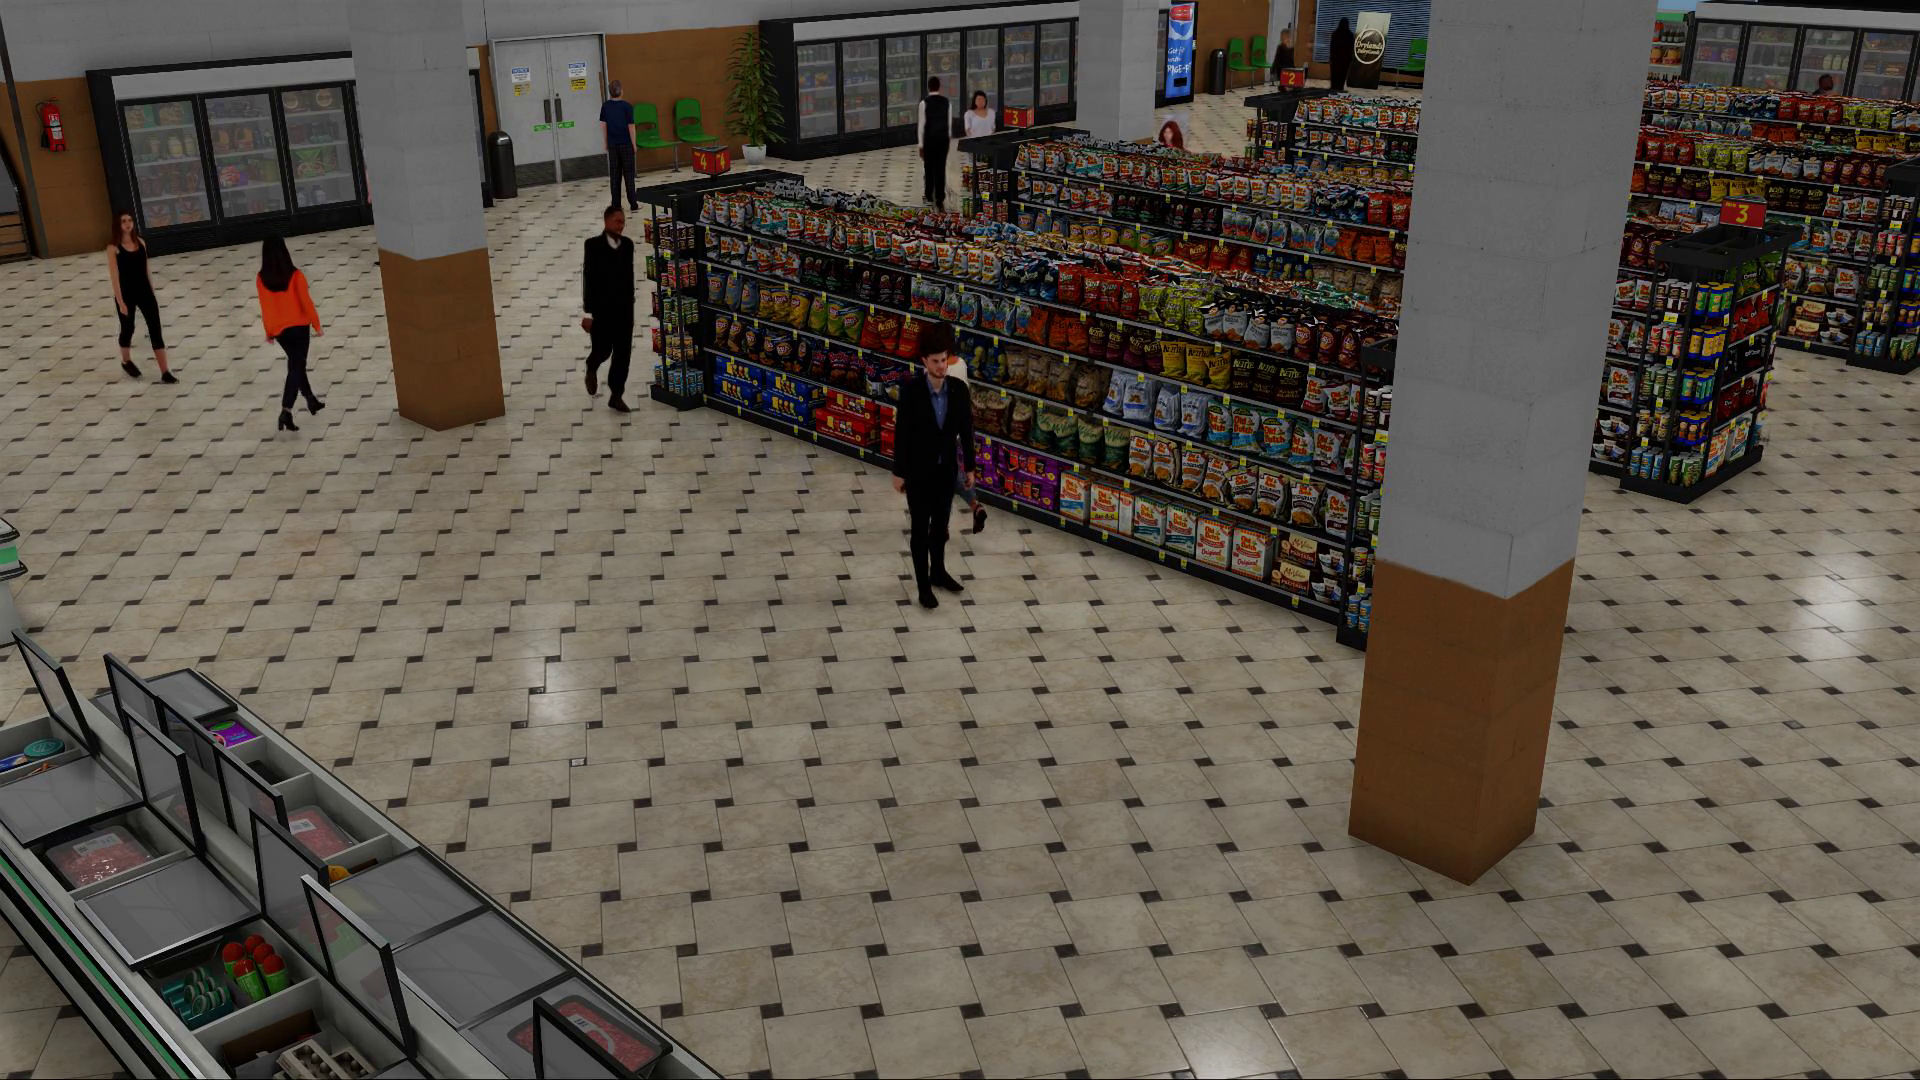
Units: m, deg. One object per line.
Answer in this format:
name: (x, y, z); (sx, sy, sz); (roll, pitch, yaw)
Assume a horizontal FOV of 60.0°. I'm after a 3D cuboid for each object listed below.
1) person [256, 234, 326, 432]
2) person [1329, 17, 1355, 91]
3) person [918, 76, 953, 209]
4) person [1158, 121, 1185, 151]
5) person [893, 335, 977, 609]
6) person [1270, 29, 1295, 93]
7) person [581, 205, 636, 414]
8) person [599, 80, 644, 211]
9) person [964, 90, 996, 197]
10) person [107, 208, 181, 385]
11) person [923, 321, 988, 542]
person: (-5.945, -1.789, 14.684); (1.144, 1.705, 1.061); (5, 22, 13)
person: (8.290, -10.428, 36.180); (1.177, 1.708, 1.058); (7, 23, 17)
person: (-0.330, -5.768, 24.375); (1.259, 1.863, 1.346); (-2, 22, -5)
person: (2.593, -4.336, 20.907); (1.100, 1.792, 0.853); (12, 25, 28)
person: (-0.207, -0.513, 11.283); (0.857, 1.873, 0.928); (-12, 25, -27)
person: (6.680, -9.547, 34.020); (0.669, 1.684, 0.828); (-17, 28, -37)
person: (-3.247, -2.131, 15.298); (0.842, 1.882, 1.028); (-13, 25, -29)
person: (-4.991, -5.800, 24.442); (0.692, 1.871, 0.796); (3, 22, 8)
person: (0.271, -5.924, 25.025); (0.831, 1.667, 0.896); (-9, 24, -21)
person: (-8.027, -2.346, 16.090); (1.144, 1.689, 0.672); (17, 27, 35)
person: (-0.050, -0.753, 12.157); (0.803, 1.667, 0.670); (16, 27, 35)
